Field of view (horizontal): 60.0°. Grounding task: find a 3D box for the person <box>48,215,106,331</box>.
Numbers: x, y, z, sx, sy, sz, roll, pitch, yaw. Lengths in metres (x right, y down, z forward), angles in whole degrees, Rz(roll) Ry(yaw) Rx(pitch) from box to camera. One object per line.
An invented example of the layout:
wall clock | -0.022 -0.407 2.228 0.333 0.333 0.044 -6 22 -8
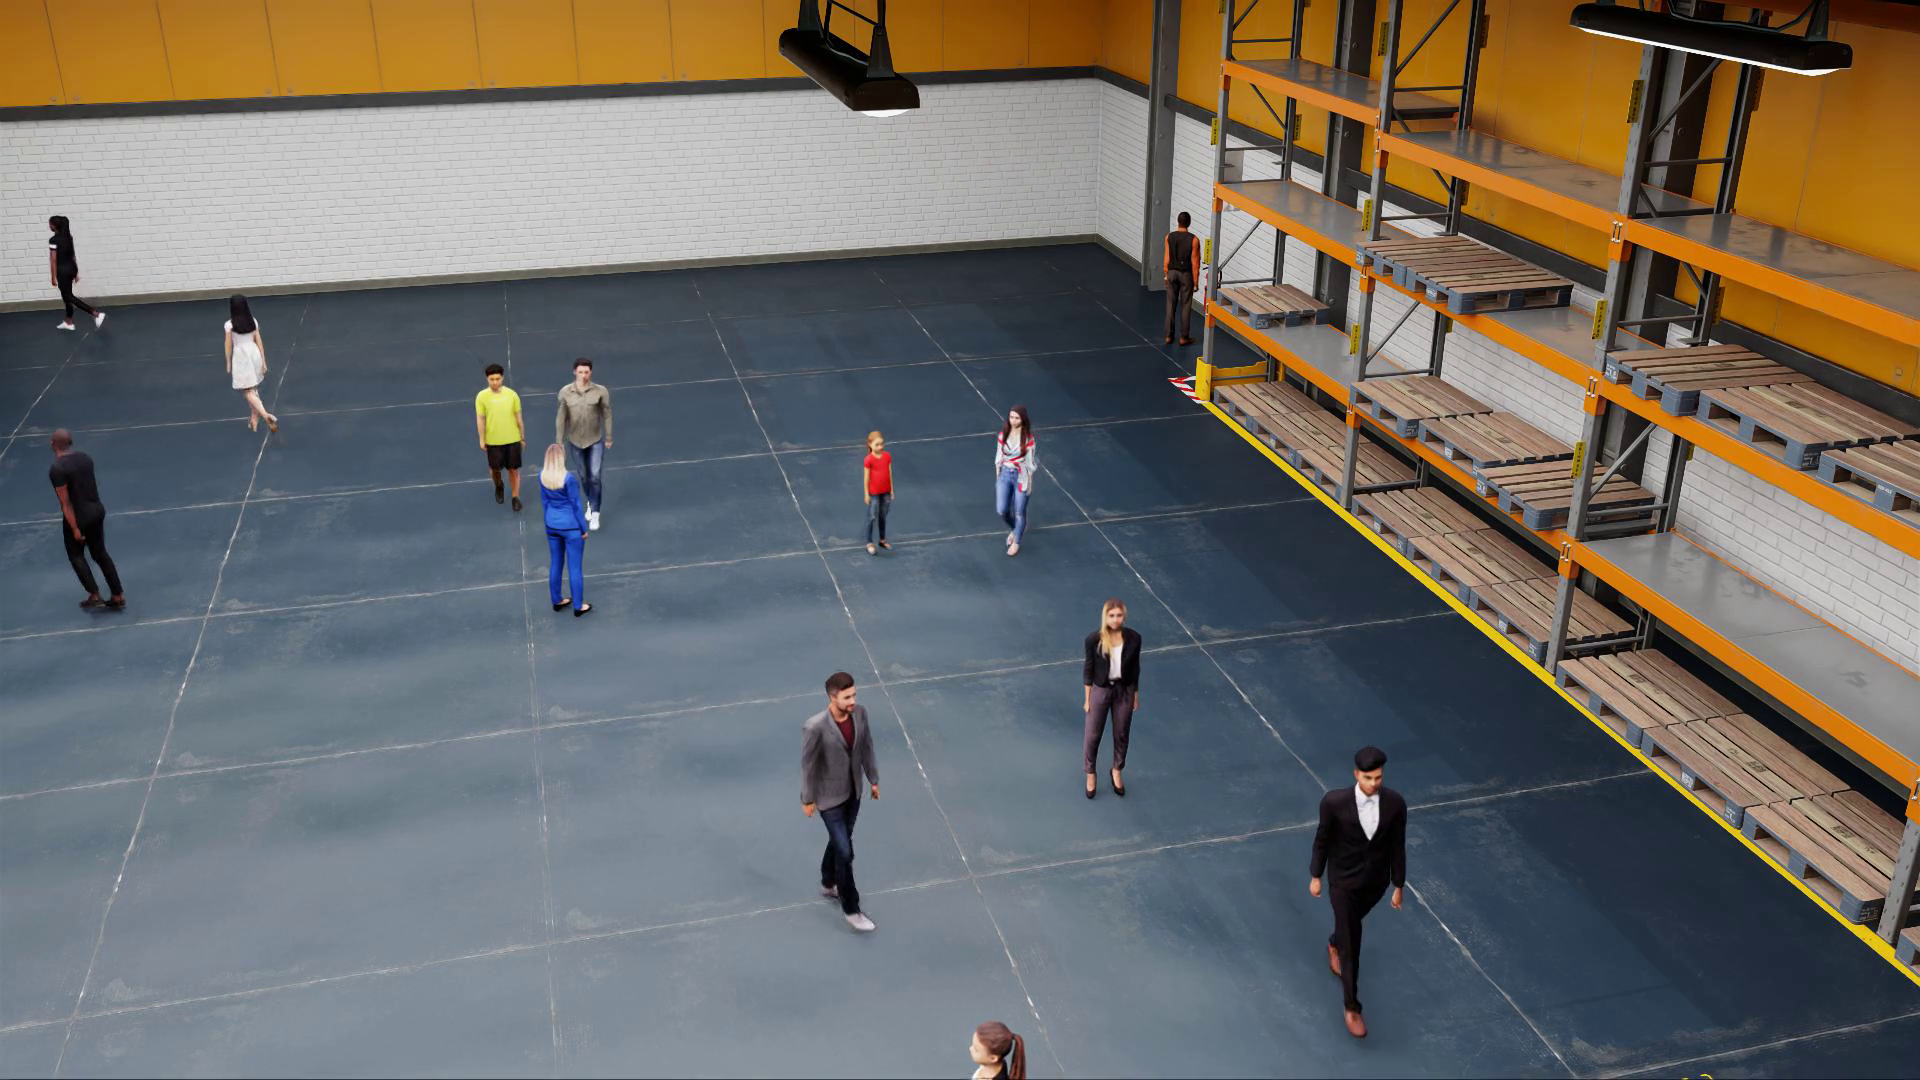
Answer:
person | -12.987 -3.871 24.313 0.927 1.710 1.099 2 24 5

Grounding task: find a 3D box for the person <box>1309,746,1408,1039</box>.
person | 2.500 2.089 10.519 0.881 1.838 1.245 -1 24 -2

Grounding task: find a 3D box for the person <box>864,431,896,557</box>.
person | -0.845 -0.506 17.114 0.547 1.310 0.568 -15 28 -30

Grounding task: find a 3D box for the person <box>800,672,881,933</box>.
person | -0.888 1.706 11.380 1.077 1.849 0.980 20 31 38

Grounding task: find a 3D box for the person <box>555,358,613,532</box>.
person | -3.981 -1.083 17.778 0.855 1.836 1.042 0 24 0

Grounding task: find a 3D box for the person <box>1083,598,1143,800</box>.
person | 1.155 1.205 12.749 0.626 1.672 0.578 -2 24 -5

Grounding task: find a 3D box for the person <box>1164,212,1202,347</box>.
person | 3.154 -3.745 23.777 0.794 1.908 0.838 11 26 24

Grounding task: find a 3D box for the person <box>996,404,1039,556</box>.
person | 0.598 -0.643 17.056 0.743 1.608 0.789 10 25 21

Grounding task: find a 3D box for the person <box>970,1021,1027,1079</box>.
person | 0.180 3.110 8.540 0.652 1.552 0.556 1 24 3

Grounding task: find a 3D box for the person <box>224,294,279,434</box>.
person | -8.583 -2.062 20.132 1.179 1.745 0.993 20 31 38

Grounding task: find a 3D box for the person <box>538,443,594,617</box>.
person | -3.750 -0.101 15.705 0.698 1.698 0.752 12 26 26

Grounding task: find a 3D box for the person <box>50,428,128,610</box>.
person | -8.225 -0.154 15.721 0.909 1.781 0.845 3 24 8

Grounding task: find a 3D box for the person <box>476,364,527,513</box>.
person | -4.979 -1.141 18.089 0.653 1.693 0.741 -8 25 -18
